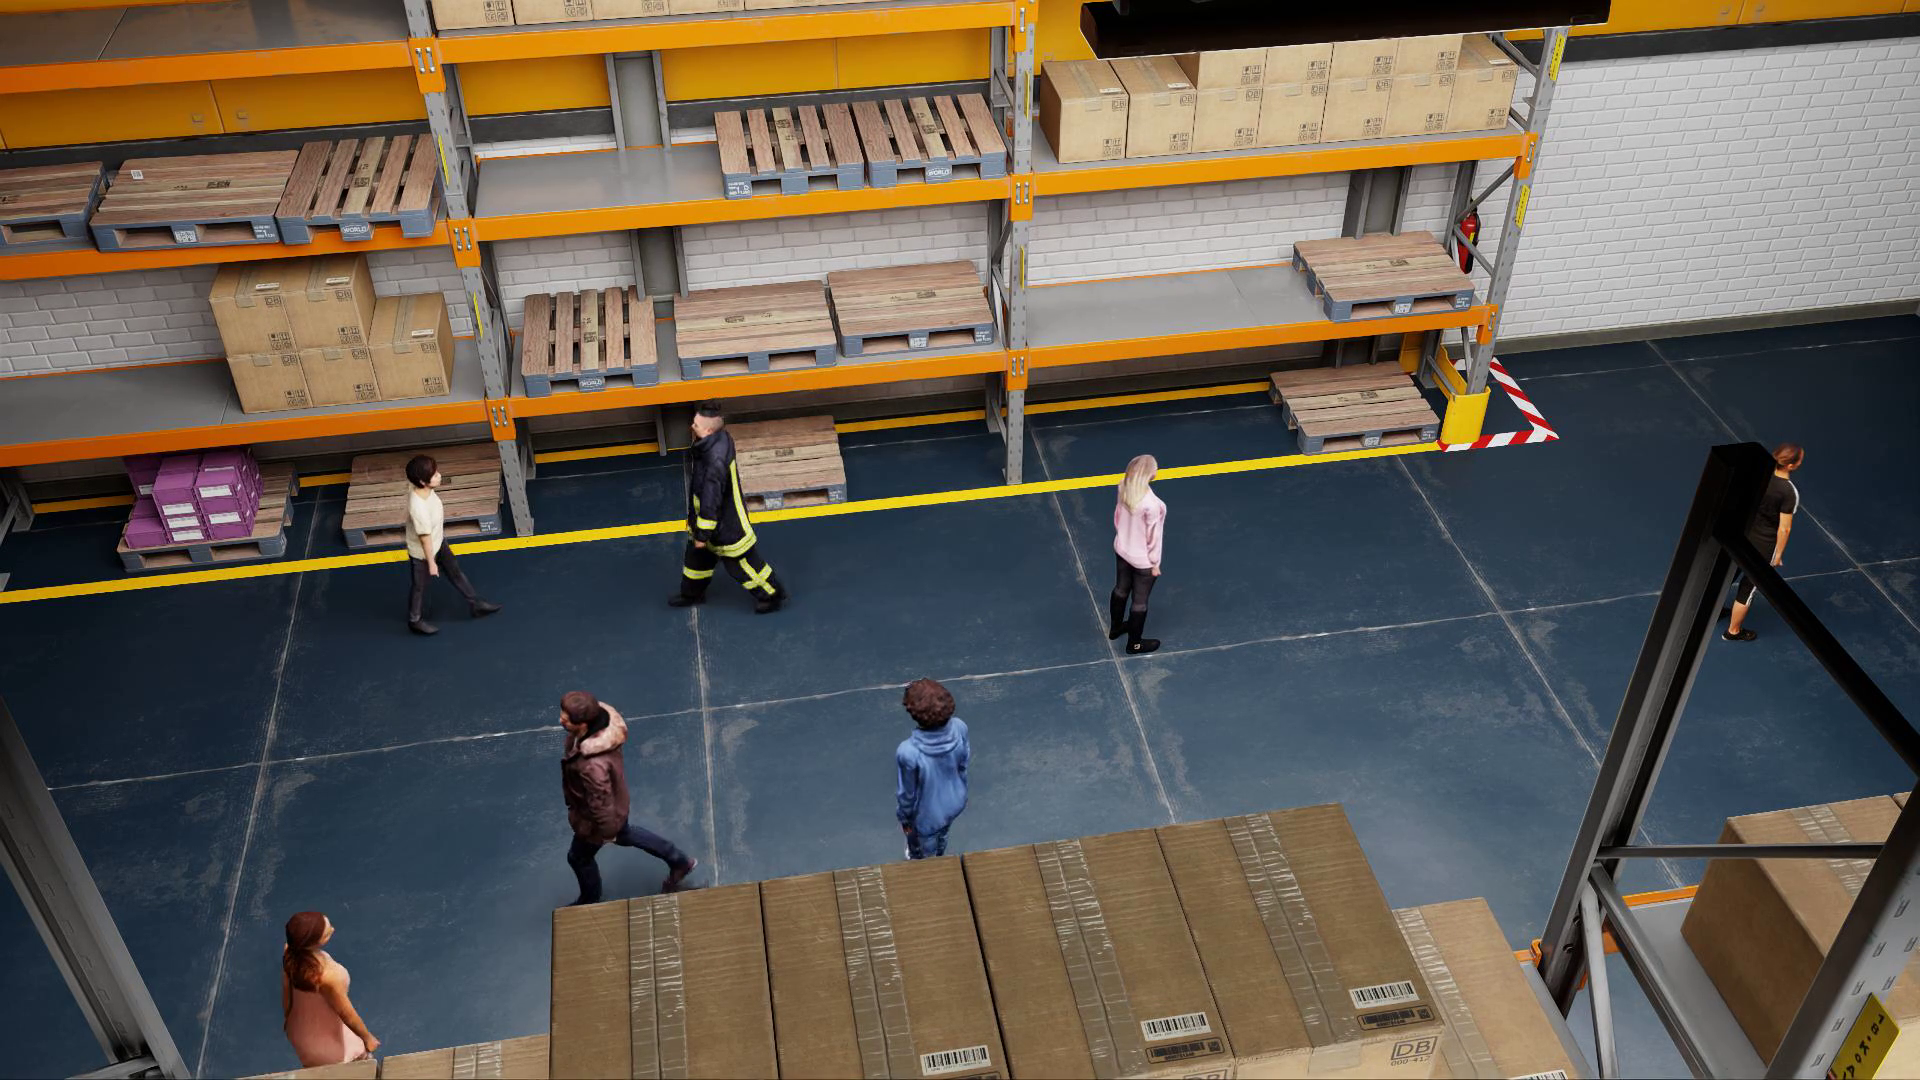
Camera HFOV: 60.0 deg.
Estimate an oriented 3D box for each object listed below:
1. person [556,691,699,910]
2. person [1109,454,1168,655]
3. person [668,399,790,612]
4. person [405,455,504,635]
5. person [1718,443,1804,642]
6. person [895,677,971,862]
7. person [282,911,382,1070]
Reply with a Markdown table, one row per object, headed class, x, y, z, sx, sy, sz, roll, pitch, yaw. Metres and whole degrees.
| class | x | y | z | sx | sy | sz | roll | pitch | yaw |
| --- | --- | --- | --- | --- | --- | --- | --- | --- | --- |
| person | -2.049 | 1.557 | 9.878 | 1.131 | 1.814 | 0.764 | -5 | 39 | -6 |
| person | 1.249 | 0.085 | 11.822 | 0.656 | 1.688 | 0.672 | -21 | 43 | -24 |
| person | -1.664 | -0.197 | 12.061 | 1.130 | 1.831 | 0.775 | -8 | 39 | -10 |
| person | -3.891 | 0.058 | 11.968 | 0.915 | 1.548 | 0.620 | -5 | 39 | -6 |
| person | 5.724 | -0.004 | 11.950 | 0.558 | 1.668 | 0.611 | -11 | 40 | -14 |
| person | -0.111 | 1.592 | 9.856 | 1.126 | 1.788 | 1.040 | -24 | 44 | -27 |
| person | -3.378 | 2.606 | 8.582 | 0.861 | 1.794 | 0.961 | 26 | 45 | 28 |
